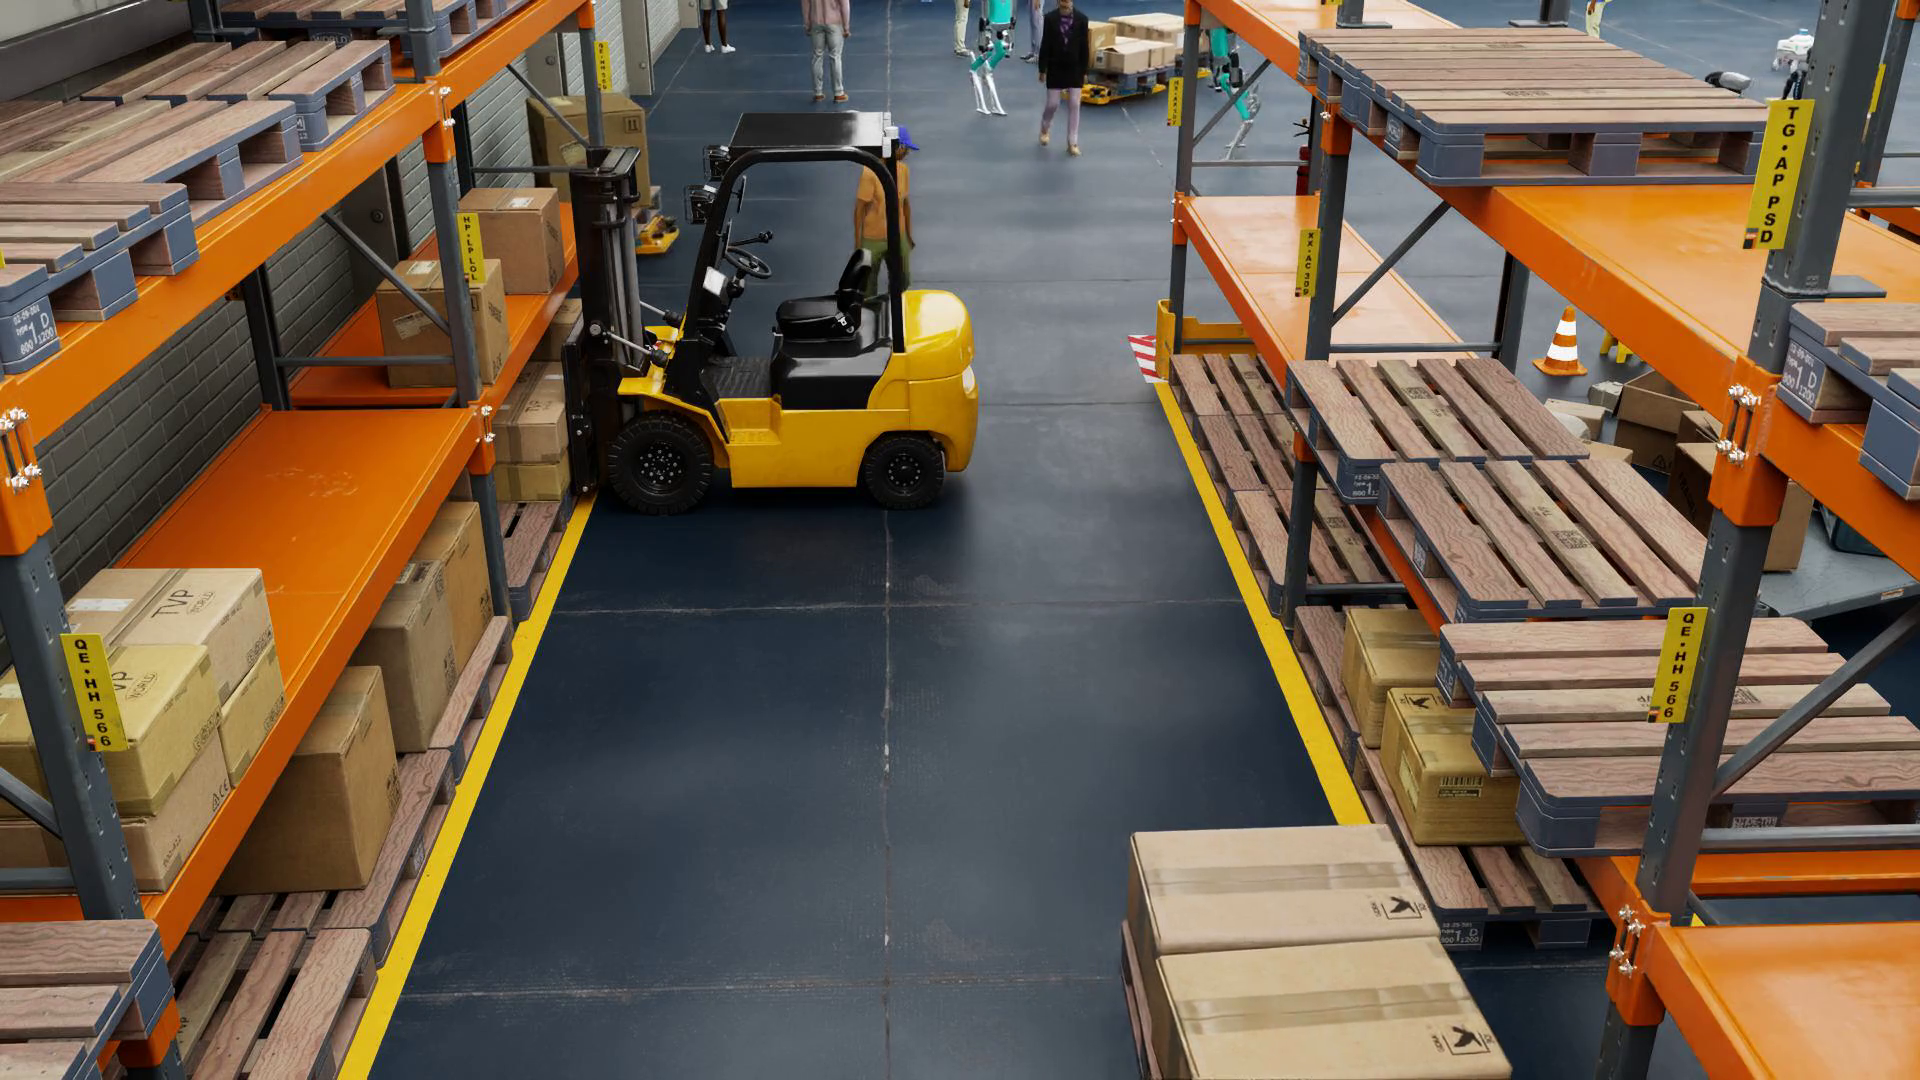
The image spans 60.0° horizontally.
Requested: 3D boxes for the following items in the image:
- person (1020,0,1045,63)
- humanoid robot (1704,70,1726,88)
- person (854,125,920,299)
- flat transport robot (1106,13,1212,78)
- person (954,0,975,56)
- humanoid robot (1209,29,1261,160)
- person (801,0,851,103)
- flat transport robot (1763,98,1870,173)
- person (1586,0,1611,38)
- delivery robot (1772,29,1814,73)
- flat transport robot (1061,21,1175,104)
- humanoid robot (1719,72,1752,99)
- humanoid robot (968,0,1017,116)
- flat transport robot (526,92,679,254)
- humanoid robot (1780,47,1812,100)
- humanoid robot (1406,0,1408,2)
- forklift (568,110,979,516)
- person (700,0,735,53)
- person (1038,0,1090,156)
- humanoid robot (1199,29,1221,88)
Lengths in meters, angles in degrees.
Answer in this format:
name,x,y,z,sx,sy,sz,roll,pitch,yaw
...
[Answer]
name,x,y,z,sx,sy,sz,roll,pitch,yaw
person,1.113,-7.913,24.210,0.385,1.849,0.568,-5,26,-10
humanoid robot,6.739,-3.339,14.797,0.797,1.617,0.584,17,30,32
person,-0.620,-2.222,12.367,0.643,1.682,0.302,-14,29,-28
flat transport robot,2.750,-6.509,23.089,1.431,0.231,0.659,-16,30,-30
person,0.062,-8.097,24.724,0.346,1.743,0.561,-5,26,-9
humanoid robot,3.104,-5.083,18.362,0.811,1.782,0.531,-8,26,-17
person,-1.712,-6.595,21.339,0.640,1.930,0.390,6,26,13
flat transport robot,8.973,-4.108,18.002,1.431,0.231,0.659,-5,26,-11
person,8.978,-7.581,23.477,0.401,1.886,0.506,7,26,14
delivery robot,12.008,-6.998,23.758,0.747,0.568,0.499,-15,29,-29
flat transport robot,2.025,-5.969,21.943,0.659,0.231,1.431,22,33,39
humanoid robot,6.499,-2.886,13.809,0.776,1.898,0.559,18,30,33
humanoid robot,0.340,-6.158,20.557,0.547,1.751,0.679,-17,30,-32
flat transport robot,-3.346,-2.798,15.229,1.431,0.231,0.659,1,25,3
humanoid robot,7.982,-3.874,15.853,0.315,1.655,0.601,-10,27,-21
humanoid robot,7.680,-10.013,28.842,0.599,1.657,0.315,10,27,20
forklift,-1.043,-1.379,9.976,2.313,2.155,1.214,-1,25,-2
person,-3.718,-8.298,24.968,0.543,1.899,0.379,7,26,15
person,1.153,-5.266,18.627,0.551,1.835,0.600,-2,25,-5
humanoid robot,3.454,-6.943,22.351,0.602,1.655,0.371,-17,30,-32
